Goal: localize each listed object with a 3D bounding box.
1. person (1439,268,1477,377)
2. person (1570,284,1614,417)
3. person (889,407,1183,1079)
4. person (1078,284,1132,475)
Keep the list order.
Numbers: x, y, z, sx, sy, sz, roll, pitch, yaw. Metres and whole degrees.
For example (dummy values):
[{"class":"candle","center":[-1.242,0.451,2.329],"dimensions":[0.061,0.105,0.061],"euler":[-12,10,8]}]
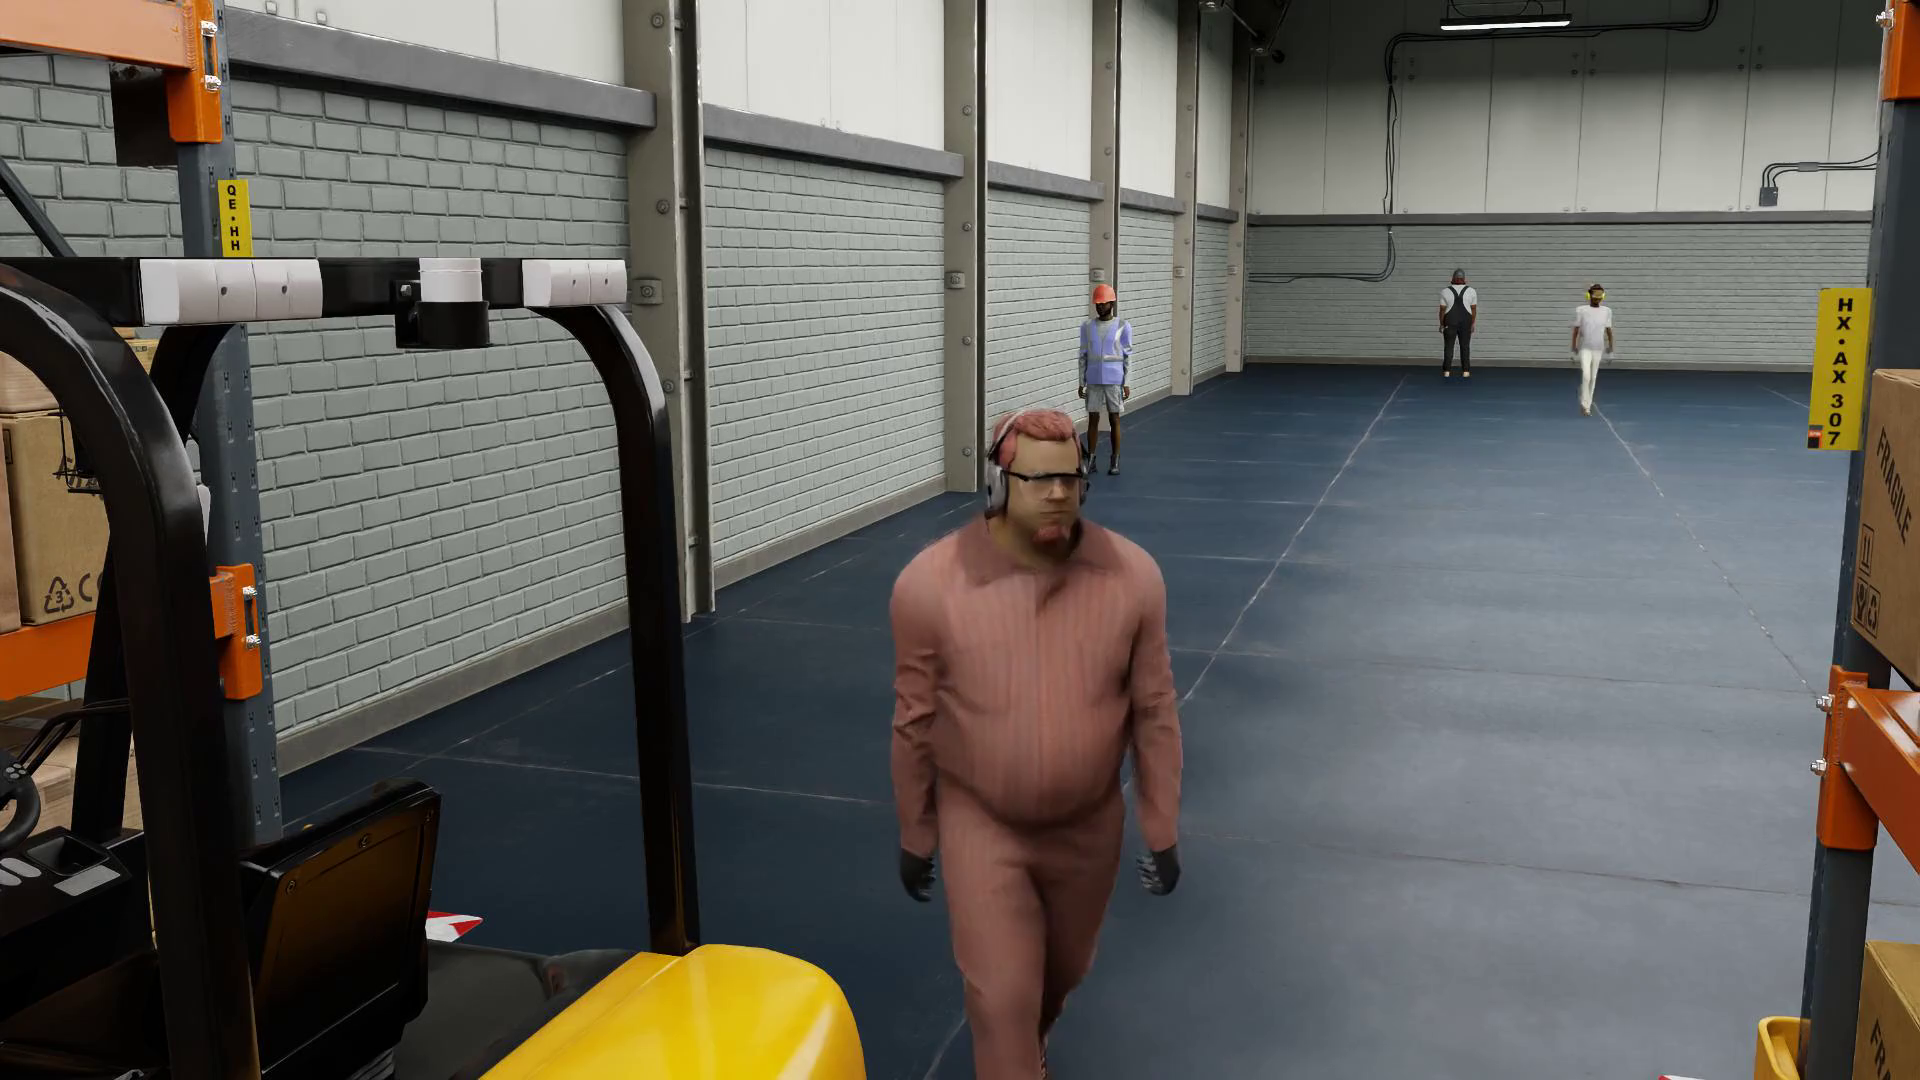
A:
[{"class":"person","center":[9.358,-4.093,31.316],"dimensions":[0.672,2.000,0.536],"euler":[2,10,13]},{"class":"person","center":[8.815,-2.619,23.098],"dimensions":[0.554,1.846,0.768],"euler":[0,10,2]},{"class":"person","center":[0.163,0.610,3.836],"dimensions":[0.653,1.871,0.954],"euler":[-2,10,-11]},{"class":"person","center":[1.461,-1.619,16.891],"dimensions":[0.551,1.935,0.371],"euler":[3,10,19]}]
